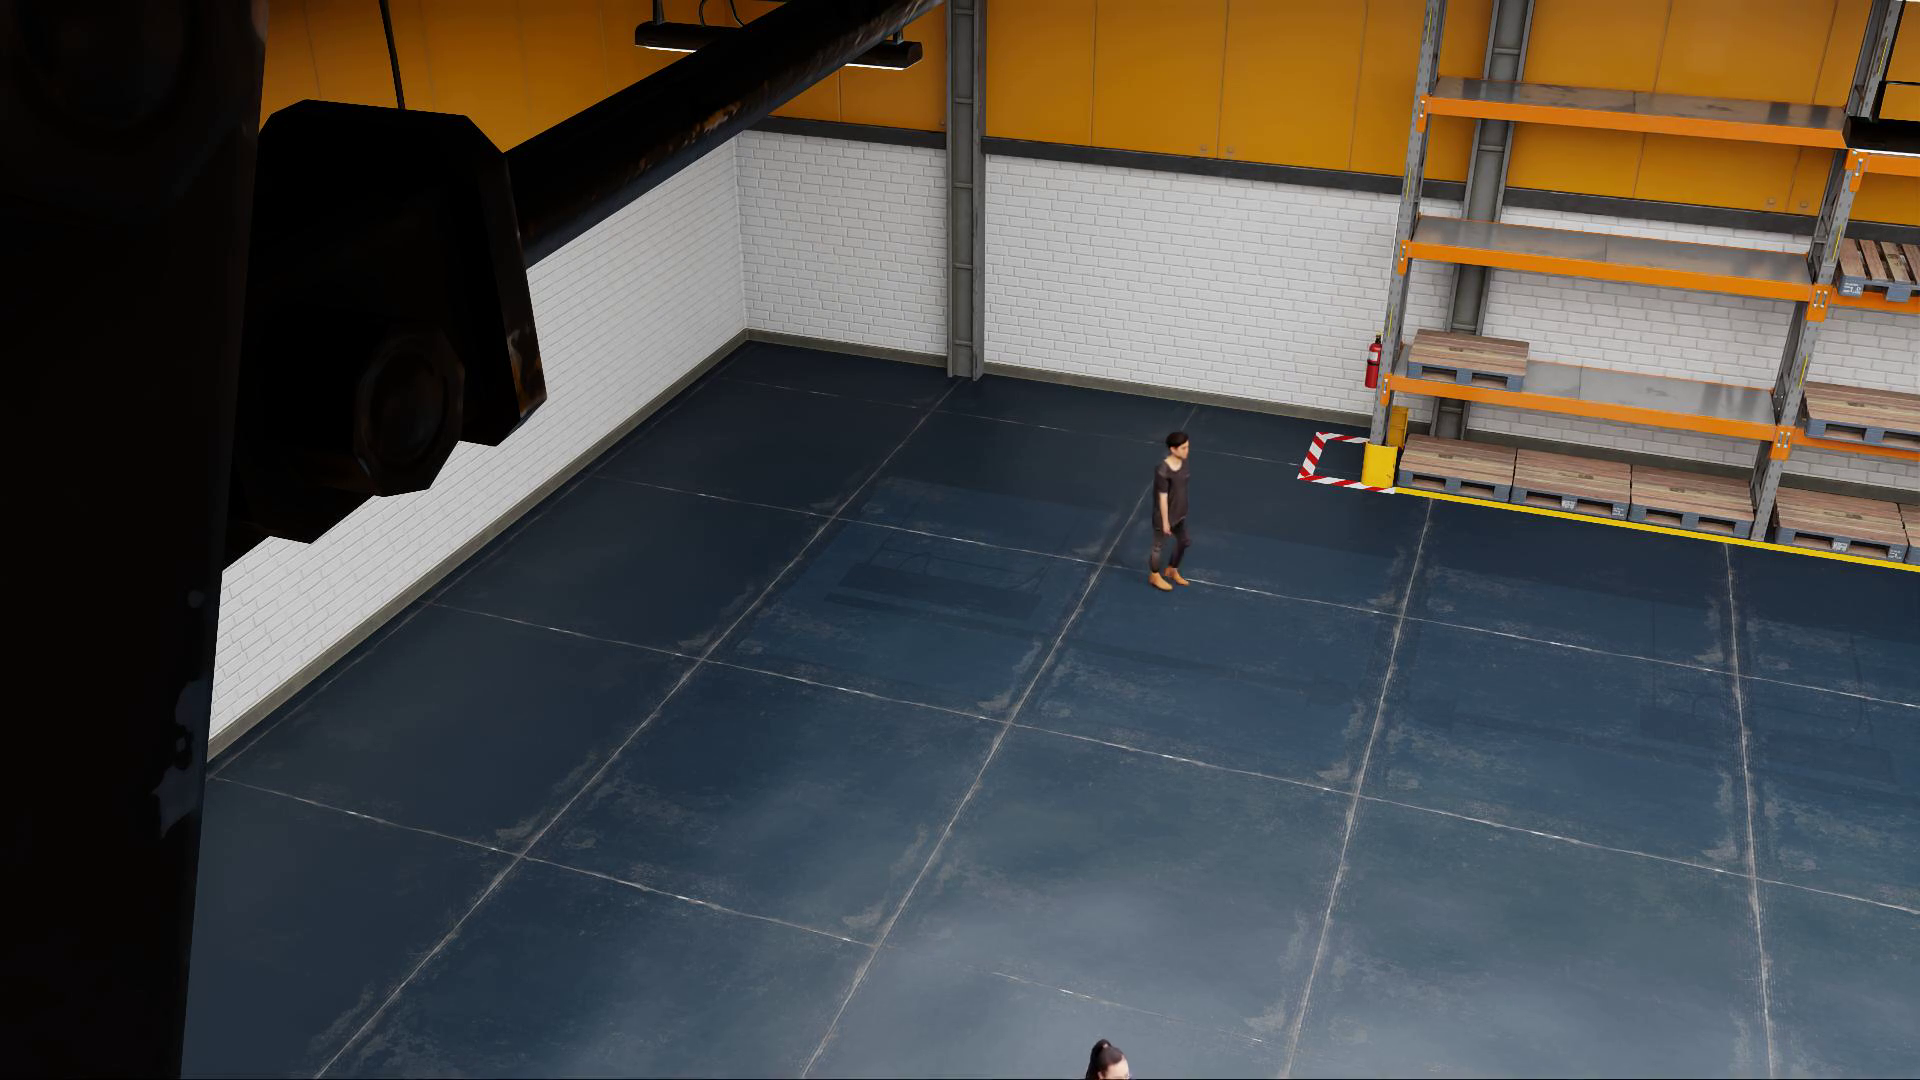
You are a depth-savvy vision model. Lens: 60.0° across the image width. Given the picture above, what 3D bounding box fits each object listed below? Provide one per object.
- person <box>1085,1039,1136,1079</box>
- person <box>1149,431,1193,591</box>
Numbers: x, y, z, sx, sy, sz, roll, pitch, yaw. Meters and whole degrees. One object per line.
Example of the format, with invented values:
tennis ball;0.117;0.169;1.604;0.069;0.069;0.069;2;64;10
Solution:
person;0.732;3.444;9.415;0.873;1.628;0.991;-20;34;-32
person;1.980;-0.308;16.213;0.720;1.704;0.707;25;37;37
